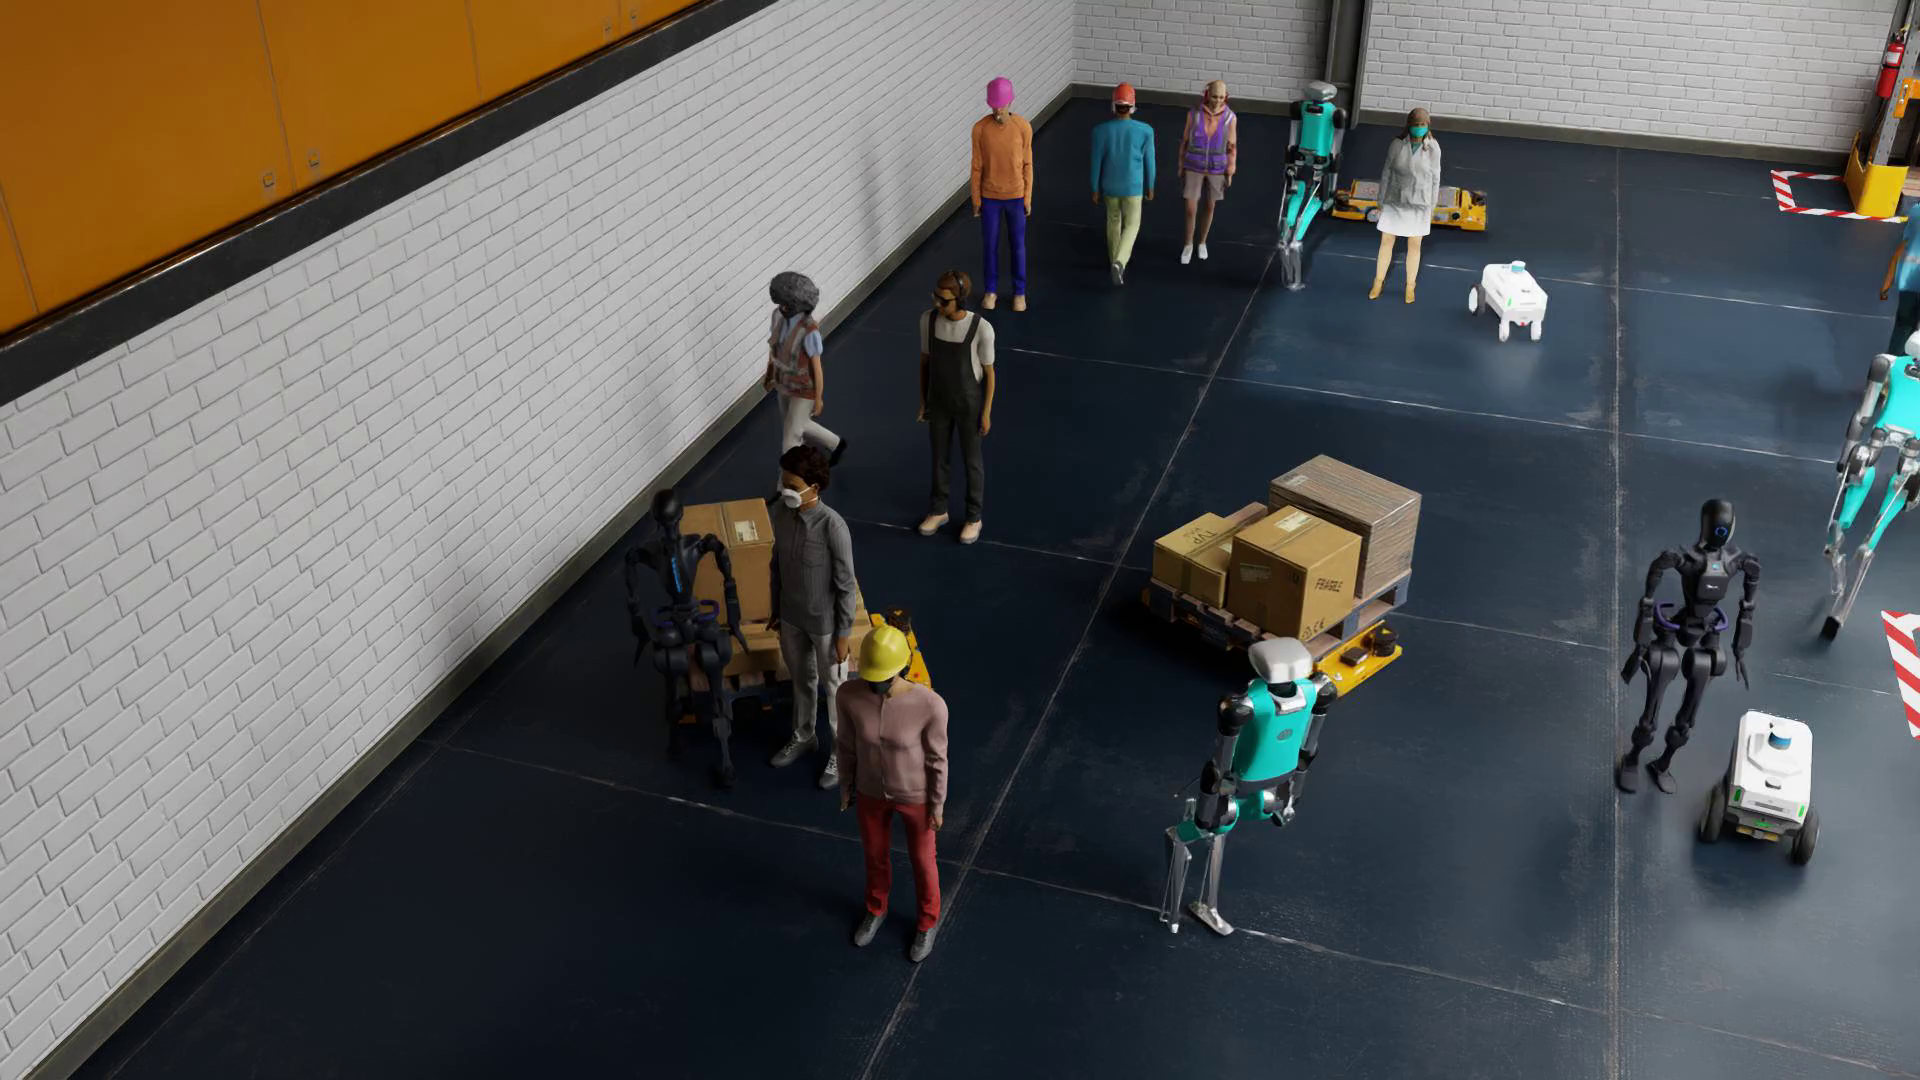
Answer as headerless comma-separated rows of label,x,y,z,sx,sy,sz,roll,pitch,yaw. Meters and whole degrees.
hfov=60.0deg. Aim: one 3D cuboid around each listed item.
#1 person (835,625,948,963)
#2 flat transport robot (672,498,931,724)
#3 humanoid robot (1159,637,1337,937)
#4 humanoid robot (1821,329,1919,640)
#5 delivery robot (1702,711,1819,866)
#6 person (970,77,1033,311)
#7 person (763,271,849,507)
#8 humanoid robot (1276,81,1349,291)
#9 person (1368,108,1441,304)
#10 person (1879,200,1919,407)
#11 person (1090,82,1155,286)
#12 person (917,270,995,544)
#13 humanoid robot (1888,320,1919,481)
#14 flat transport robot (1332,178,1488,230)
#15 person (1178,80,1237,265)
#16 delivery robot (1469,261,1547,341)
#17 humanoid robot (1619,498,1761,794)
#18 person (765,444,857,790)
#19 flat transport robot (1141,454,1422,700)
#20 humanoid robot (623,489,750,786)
person,-0.298,1.108,7.272,0.516,1.756,0.340,9,32,14
flat transport robot,-0.933,0.702,9.431,1.431,0.231,0.659,-7,31,-11
humanoid robot,1.189,1.088,7.361,0.535,1.798,0.808,-12,32,-19
humanoid robot,5.307,-0.265,9.644,0.548,1.777,0.946,21,36,31
delivery robot,4.027,1.208,8.296,0.499,0.602,0.801,13,33,21
person,0.344,-2.869,13.834,0.519,1.972,0.405,2,30,3
person,-1.029,-1.050,11.032,0.695,1.648,0.517,-23,37,-34
humanoid robot,2.907,-2.978,14.245,0.530,1.789,0.651,24,38,35
person,3.765,-2.811,14.031,0.498,1.659,0.335,10,32,17
person,7.120,-1.858,12.215,0.552,1.851,0.583,-25,39,-36
person,1.396,-3.087,14.431,0.559,1.723,0.714,10,32,17
person,-0.029,-0.842,10.507,0.504,1.842,0.344,13,33,22
humanoid robot,6.448,-0.999,10.902,0.540,1.797,0.824,18,35,28
flat transport robot,4.373,-3.261,16.173,1.431,0.231,0.659,8,31,13
person,2.198,-3.274,14.806,0.504,1.661,0.562,2,31,3
delivery robot,4.573,-2.014,13.771,0.499,0.595,0.797,-1,30,-1
humanoid robot,3.647,0.547,8.303,0.599,1.656,0.353,3,31,5
person,-0.736,0.376,8.380,0.532,1.899,0.395,20,36,30
flat transport robot,1.830,0.458,9.846,0.659,0.231,1.431,-26,39,-37
humanoid robot,-1.374,0.470,8.450,0.596,1.638,0.592,-5,31,-9
